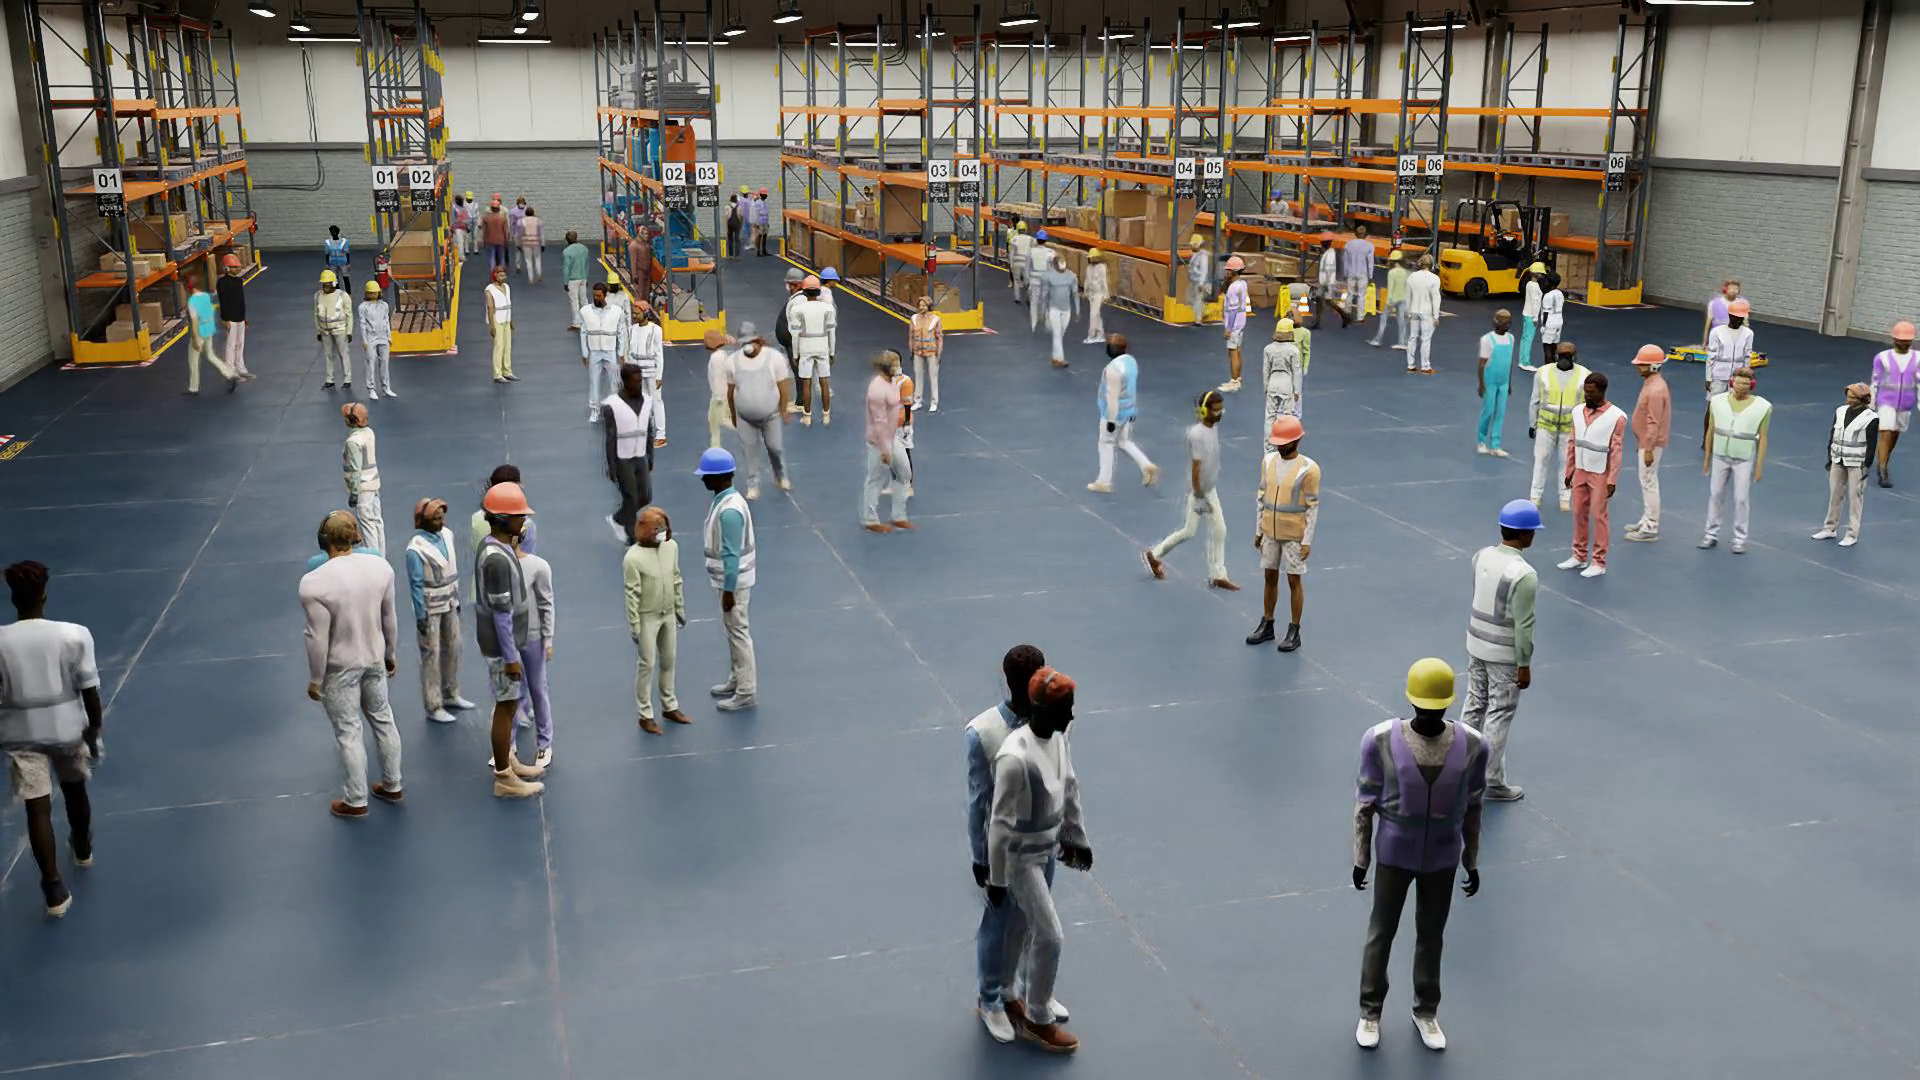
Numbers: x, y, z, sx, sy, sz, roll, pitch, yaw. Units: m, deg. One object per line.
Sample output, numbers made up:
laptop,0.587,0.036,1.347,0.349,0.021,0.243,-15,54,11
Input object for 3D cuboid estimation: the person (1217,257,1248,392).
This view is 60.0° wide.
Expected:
person,4.132,-3.260,25.201,0.378,2.044,0.607,6,16,21

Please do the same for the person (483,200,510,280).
person,-11.238,-7.246,40.323,0.637,1.974,0.516,-2,15,-8

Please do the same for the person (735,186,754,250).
person,-6.317,-9.485,48.968,0.607,1.860,0.752,-4,15,-16

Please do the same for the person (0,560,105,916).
person,-5.082,1.055,9.217,0.616,1.920,0.992,-8,17,-28

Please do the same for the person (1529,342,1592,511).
person,6.454,-1.224,17.929,0.634,1.839,0.429,5,16,19

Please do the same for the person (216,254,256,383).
person,-11.395,-3.488,26.148,0.384,1.996,0.610,2,15,8

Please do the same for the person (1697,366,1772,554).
person,7.592,-0.797,16.312,0.567,1.844,0.388,12,19,39

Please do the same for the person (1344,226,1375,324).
person,7.856,-5.225,32.823,0.623,1.932,0.367,10,18,32

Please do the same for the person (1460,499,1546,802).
person,3.441,0.691,10.546,0.426,1.938,0.604,-4,15,-14

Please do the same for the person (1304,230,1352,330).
person,7.101,-4.975,31.911,0.821,1.917,0.555,0,15,-1

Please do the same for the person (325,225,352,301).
person,-13.517,-5.992,36.161,0.537,1.690,0.320,-2,15,-6

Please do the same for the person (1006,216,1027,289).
person,1.320,-6.726,38.918,0.536,1.691,0.319,7,16,24

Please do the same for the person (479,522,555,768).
person,-2.940,0.653,11.008,0.531,1.768,0.311,2,15,7

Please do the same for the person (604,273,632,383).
person,-5.370,-3.302,25.956,0.496,1.735,0.326,-3,15,-12

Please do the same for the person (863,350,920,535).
person,-0.675,-0.968,16.815,0.733,1.910,0.649,4,15,14

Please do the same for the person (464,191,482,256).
person,-13.836,-8.939,47.021,0.616,1.824,0.416,-11,18,-35

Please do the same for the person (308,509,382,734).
person,-4.205,0.589,11.501,0.500,1.633,0.285,-8,17,-28

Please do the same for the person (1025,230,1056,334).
person,1.534,-4.882,31.486,0.607,1.948,0.389,3,15,11

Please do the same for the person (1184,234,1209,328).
person,4.591,-4.996,32.179,0.428,1.806,0.613,-3,15,-12

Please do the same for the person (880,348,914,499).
person,-0.714,-1.295,18.495,0.321,1.687,0.539,-13,20,-40

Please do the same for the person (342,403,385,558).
person,-5.552,-0.470,15.476,0.308,1.640,0.510,-1,15,-2

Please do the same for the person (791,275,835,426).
person,-1.993,-2.561,22.568,0.608,2.044,0.373,-4,15,-16

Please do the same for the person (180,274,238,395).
person,-11.338,-3.068,24.894,0.768,1.823,0.600,2,15,7

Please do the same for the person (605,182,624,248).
person,-10.120,-9.565,48.928,0.686,2.000,0.538,4,15,14

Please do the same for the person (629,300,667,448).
person,-3.996,-2.113,21.209,0.576,1.879,0.356,10,18,34

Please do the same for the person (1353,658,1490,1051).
person,2.119,1.453,7.689,0.594,1.924,0.383,1,15,3

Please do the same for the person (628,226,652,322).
person,-6.317,-5.282,33.102,0.401,1.893,0.654,5,16,19

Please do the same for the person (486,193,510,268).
person,-12.046,-8.058,43.416,0.627,1.948,0.958,-3,15,-11

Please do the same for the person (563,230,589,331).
person,-7.337,-4.953,31.797,0.378,1.929,0.635,9,17,31

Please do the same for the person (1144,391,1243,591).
person,2.141,-0.464,15.107,0.876,1.837,0.496,11,18,36

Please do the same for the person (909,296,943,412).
person,-0.484,-2.646,23.661,0.515,1.641,0.314,7,16,23

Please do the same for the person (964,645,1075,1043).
person,0.285,1.404,7.887,0.592,1.919,0.392,-11,18,-35

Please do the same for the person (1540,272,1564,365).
person,9.386,-3.403,26.417,0.322,1.689,0.530,13,19,40

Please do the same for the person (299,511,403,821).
person,-3.734,0.769,10.239,0.352,1.937,0.635,10,18,33

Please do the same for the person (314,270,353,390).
person,-9.549,-3.195,25.357,0.592,1.834,0.404,2,15,8

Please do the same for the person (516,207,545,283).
person,-10.390,-7.138,40.233,0.650,1.807,0.778,-5,16,-18

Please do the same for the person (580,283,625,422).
person,-4.920,-2.590,22.925,0.590,1.916,0.399,-3,15,-11

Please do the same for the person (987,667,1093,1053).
person,0.381,1.471,7.735,0.681,1.858,0.617,7,16,24

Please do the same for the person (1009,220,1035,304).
person,1.347,-5.948,35.769,0.597,1.812,0.679,-4,15,-13
